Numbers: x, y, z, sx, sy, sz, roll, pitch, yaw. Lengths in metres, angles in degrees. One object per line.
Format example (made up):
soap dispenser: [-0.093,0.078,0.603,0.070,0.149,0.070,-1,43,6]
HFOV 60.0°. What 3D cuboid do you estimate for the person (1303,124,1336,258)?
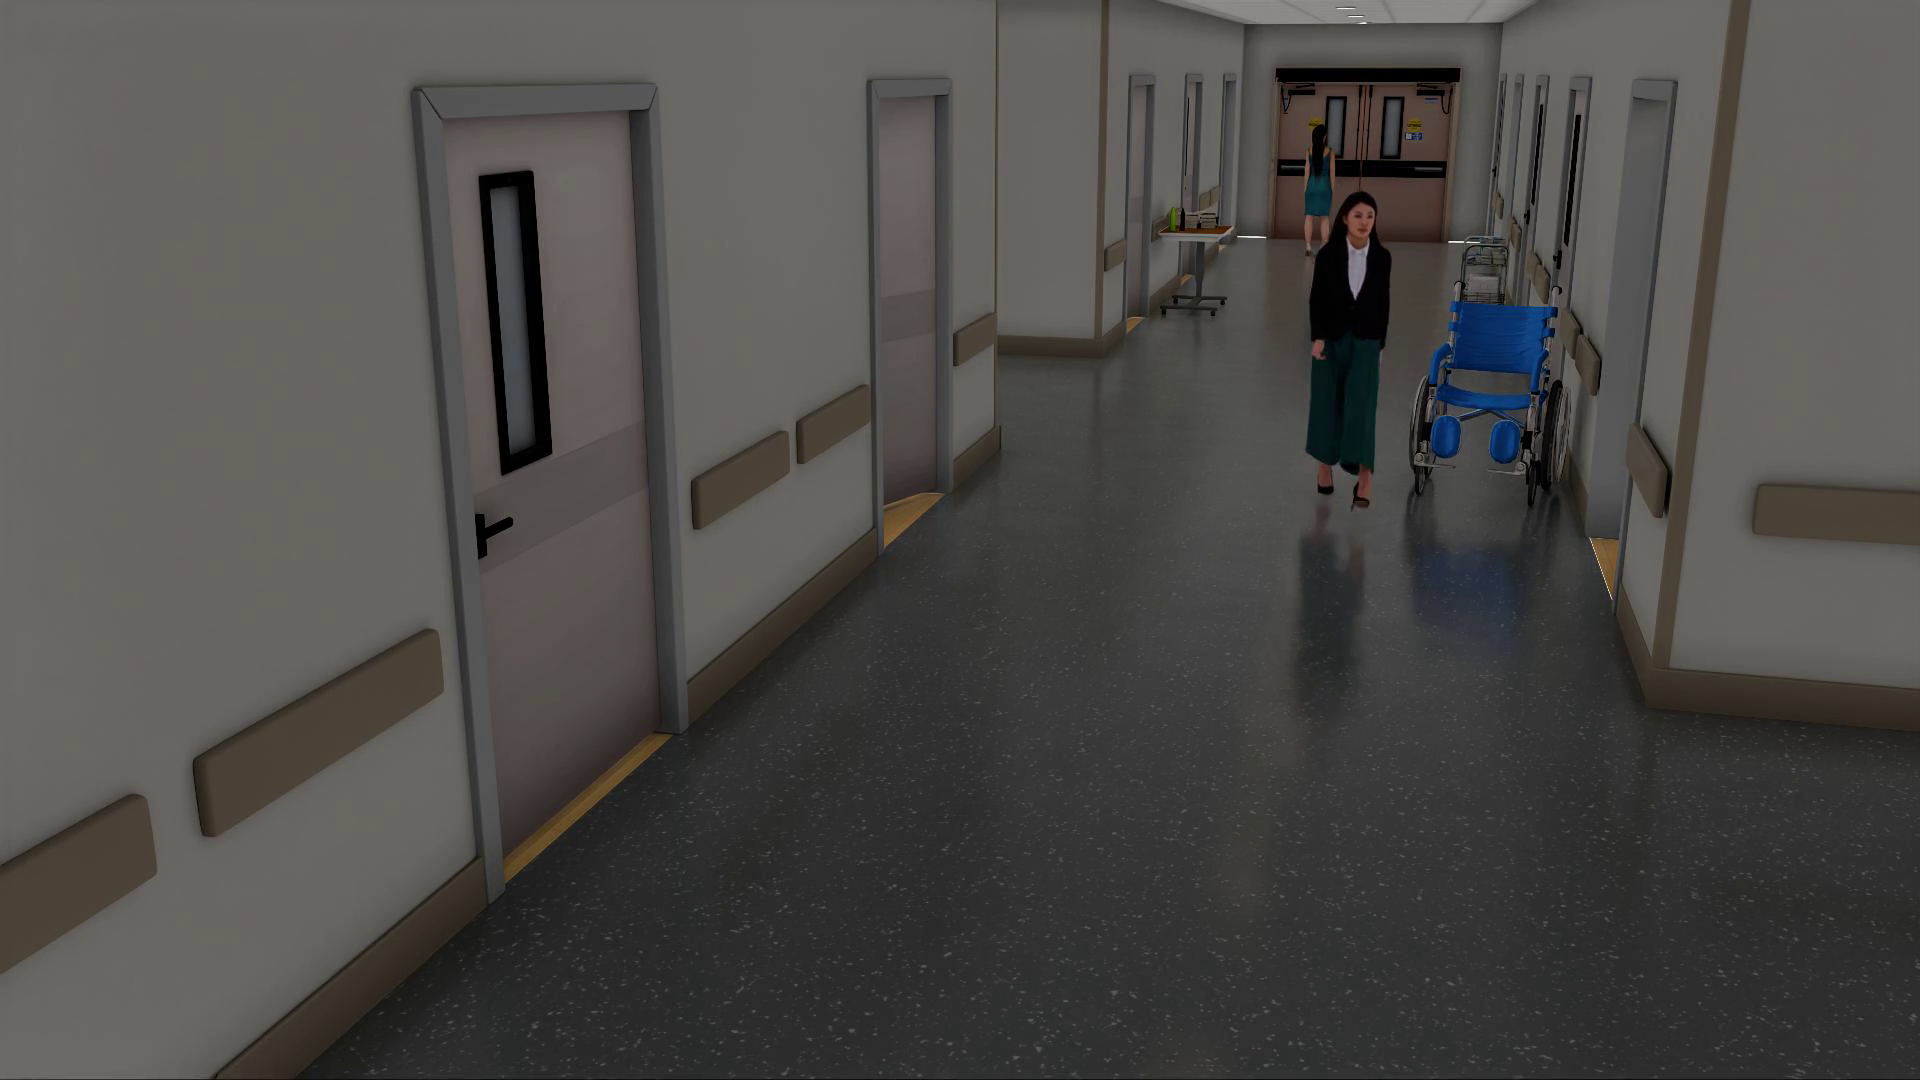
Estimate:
person: [4.669,-4.548,21.657,0.559,1.685,0.493,5,17,17]

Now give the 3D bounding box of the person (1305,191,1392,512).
person: [2.093,-1.019,9.123,0.713,1.694,1.126,2,16,6]
